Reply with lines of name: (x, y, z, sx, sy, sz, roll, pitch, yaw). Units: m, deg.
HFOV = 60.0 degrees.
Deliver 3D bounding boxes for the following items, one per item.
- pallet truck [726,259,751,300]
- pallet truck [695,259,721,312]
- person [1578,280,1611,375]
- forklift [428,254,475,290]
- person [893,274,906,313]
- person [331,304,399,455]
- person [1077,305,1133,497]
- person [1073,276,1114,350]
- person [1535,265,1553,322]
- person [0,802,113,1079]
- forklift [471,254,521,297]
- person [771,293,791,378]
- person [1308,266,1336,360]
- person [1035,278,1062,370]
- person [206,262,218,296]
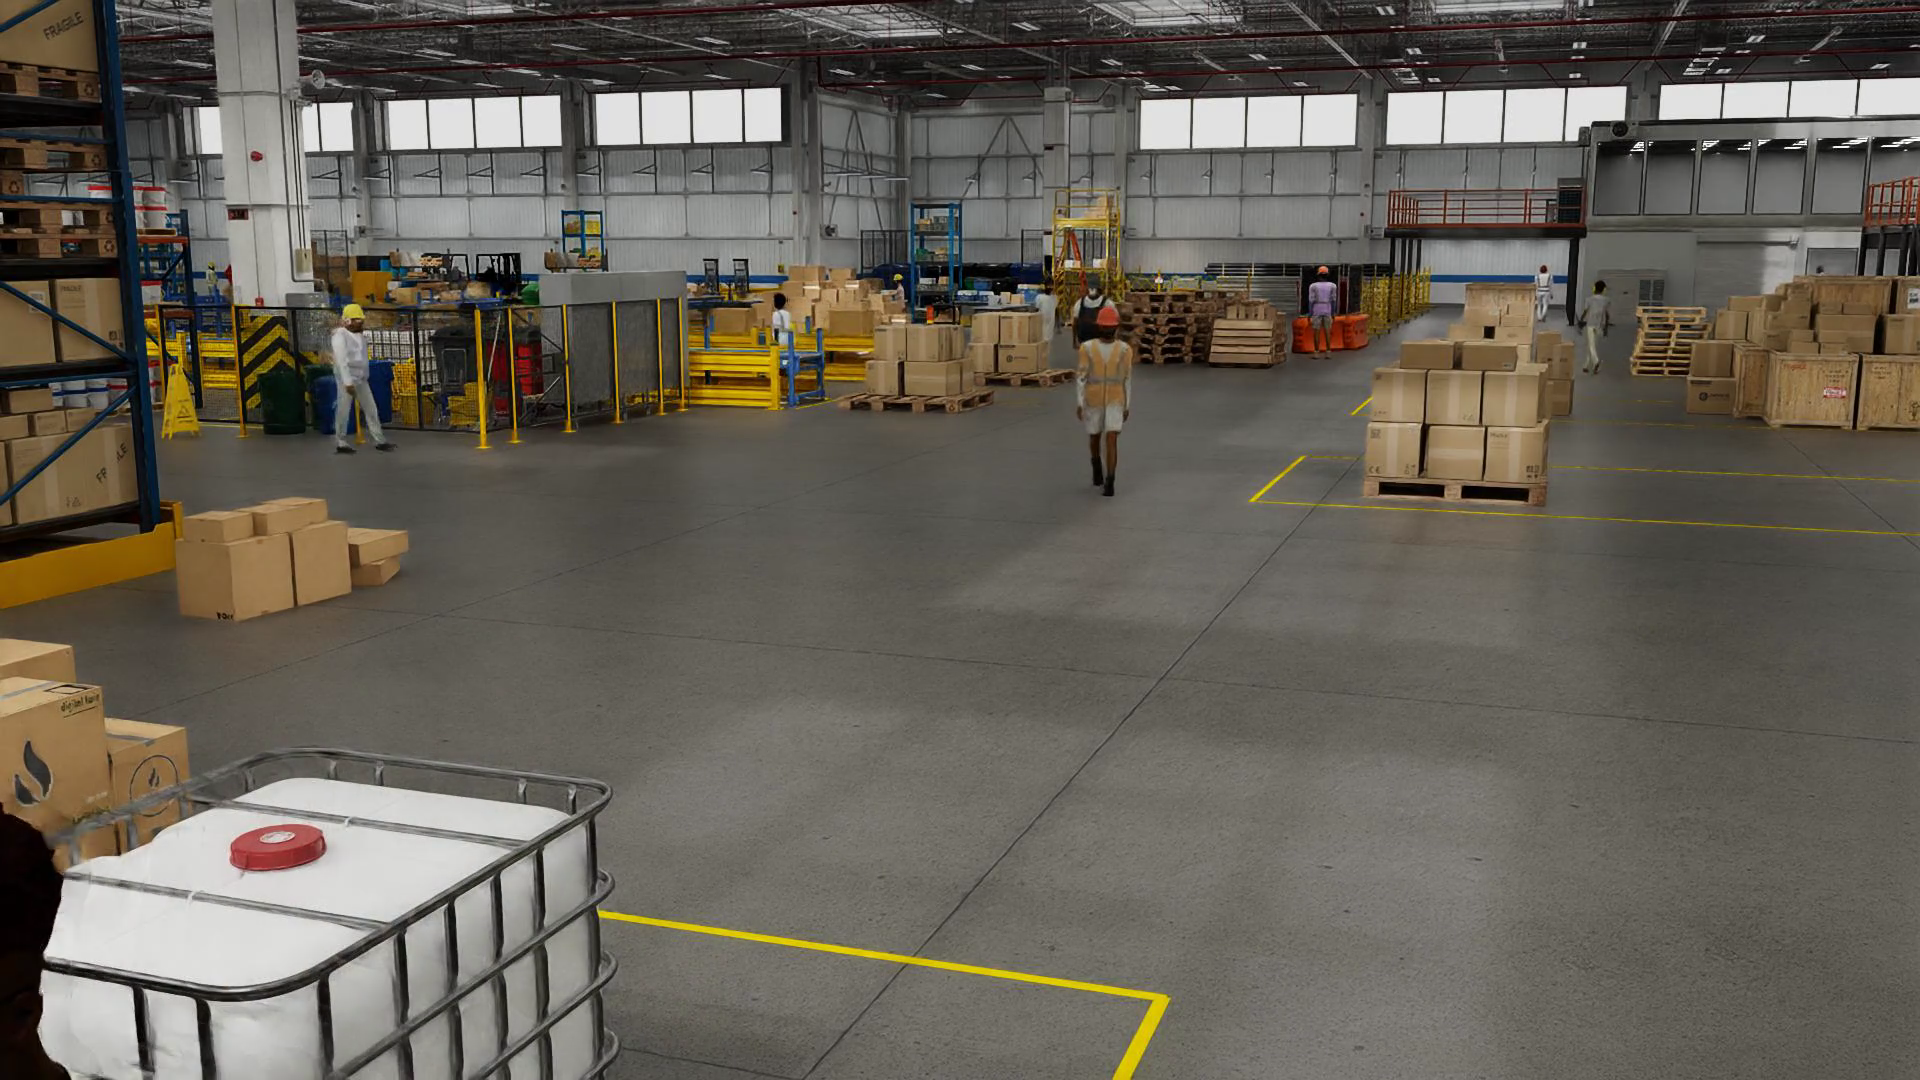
pallet truck: (-7.986, -9.493, 62.019, 0.823, 1.965, 1.885, 3, 11, 17)
pallet truck: (-9.165, -9.627, 62.776, 0.823, 1.965, 1.885, 4, 11, 23)
person: (12.357, -4.133, 32.337, 0.567, 1.827, 0.840, 1, 10, 5)
forklift: (-20.133, -10.254, 65.465, 1.157, 1.987, 2.680, 3, 11, 19)
person: (-1.554, -5.916, 42.534, 0.326, 1.765, 0.529, 1, 10, 3)
person: (-7.120, -1.892, 19.753, 0.829, 1.795, 0.612, 2, 10, 14)
person: (1.471, -1.427, 16.869, 0.549, 1.910, 0.858, 1, 10, 6)
person: (2.212, -3.403, 27.600, 0.685, 2.000, 0.949, 4, 11, 22)
person: (18.865, -7.967, 53.812, 0.590, 1.862, 0.651, 4, 11, 23)
person: (-0.982, 1.218, 1.834, 0.631, 1.946, 0.442, 2, 10, 13)
forklift: (-17.990, -10.121, 64.684, 1.157, 1.987, 2.680, 3, 11, 17)
person: (-3.091, -3.390, 28.531, 0.378, 1.680, 0.547, 3, 11, 18)
person: (7.915, -4.970, 36.416, 0.609, 2.044, 0.395, 0, 10, -2)
person: (1.751, -4.215, 32.720, 0.513, 1.853, 0.510, -6, 12, -30)
person: (-29.349, -9.990, 65.297, 0.587, 1.827, 0.404, 10, 14, 43)
